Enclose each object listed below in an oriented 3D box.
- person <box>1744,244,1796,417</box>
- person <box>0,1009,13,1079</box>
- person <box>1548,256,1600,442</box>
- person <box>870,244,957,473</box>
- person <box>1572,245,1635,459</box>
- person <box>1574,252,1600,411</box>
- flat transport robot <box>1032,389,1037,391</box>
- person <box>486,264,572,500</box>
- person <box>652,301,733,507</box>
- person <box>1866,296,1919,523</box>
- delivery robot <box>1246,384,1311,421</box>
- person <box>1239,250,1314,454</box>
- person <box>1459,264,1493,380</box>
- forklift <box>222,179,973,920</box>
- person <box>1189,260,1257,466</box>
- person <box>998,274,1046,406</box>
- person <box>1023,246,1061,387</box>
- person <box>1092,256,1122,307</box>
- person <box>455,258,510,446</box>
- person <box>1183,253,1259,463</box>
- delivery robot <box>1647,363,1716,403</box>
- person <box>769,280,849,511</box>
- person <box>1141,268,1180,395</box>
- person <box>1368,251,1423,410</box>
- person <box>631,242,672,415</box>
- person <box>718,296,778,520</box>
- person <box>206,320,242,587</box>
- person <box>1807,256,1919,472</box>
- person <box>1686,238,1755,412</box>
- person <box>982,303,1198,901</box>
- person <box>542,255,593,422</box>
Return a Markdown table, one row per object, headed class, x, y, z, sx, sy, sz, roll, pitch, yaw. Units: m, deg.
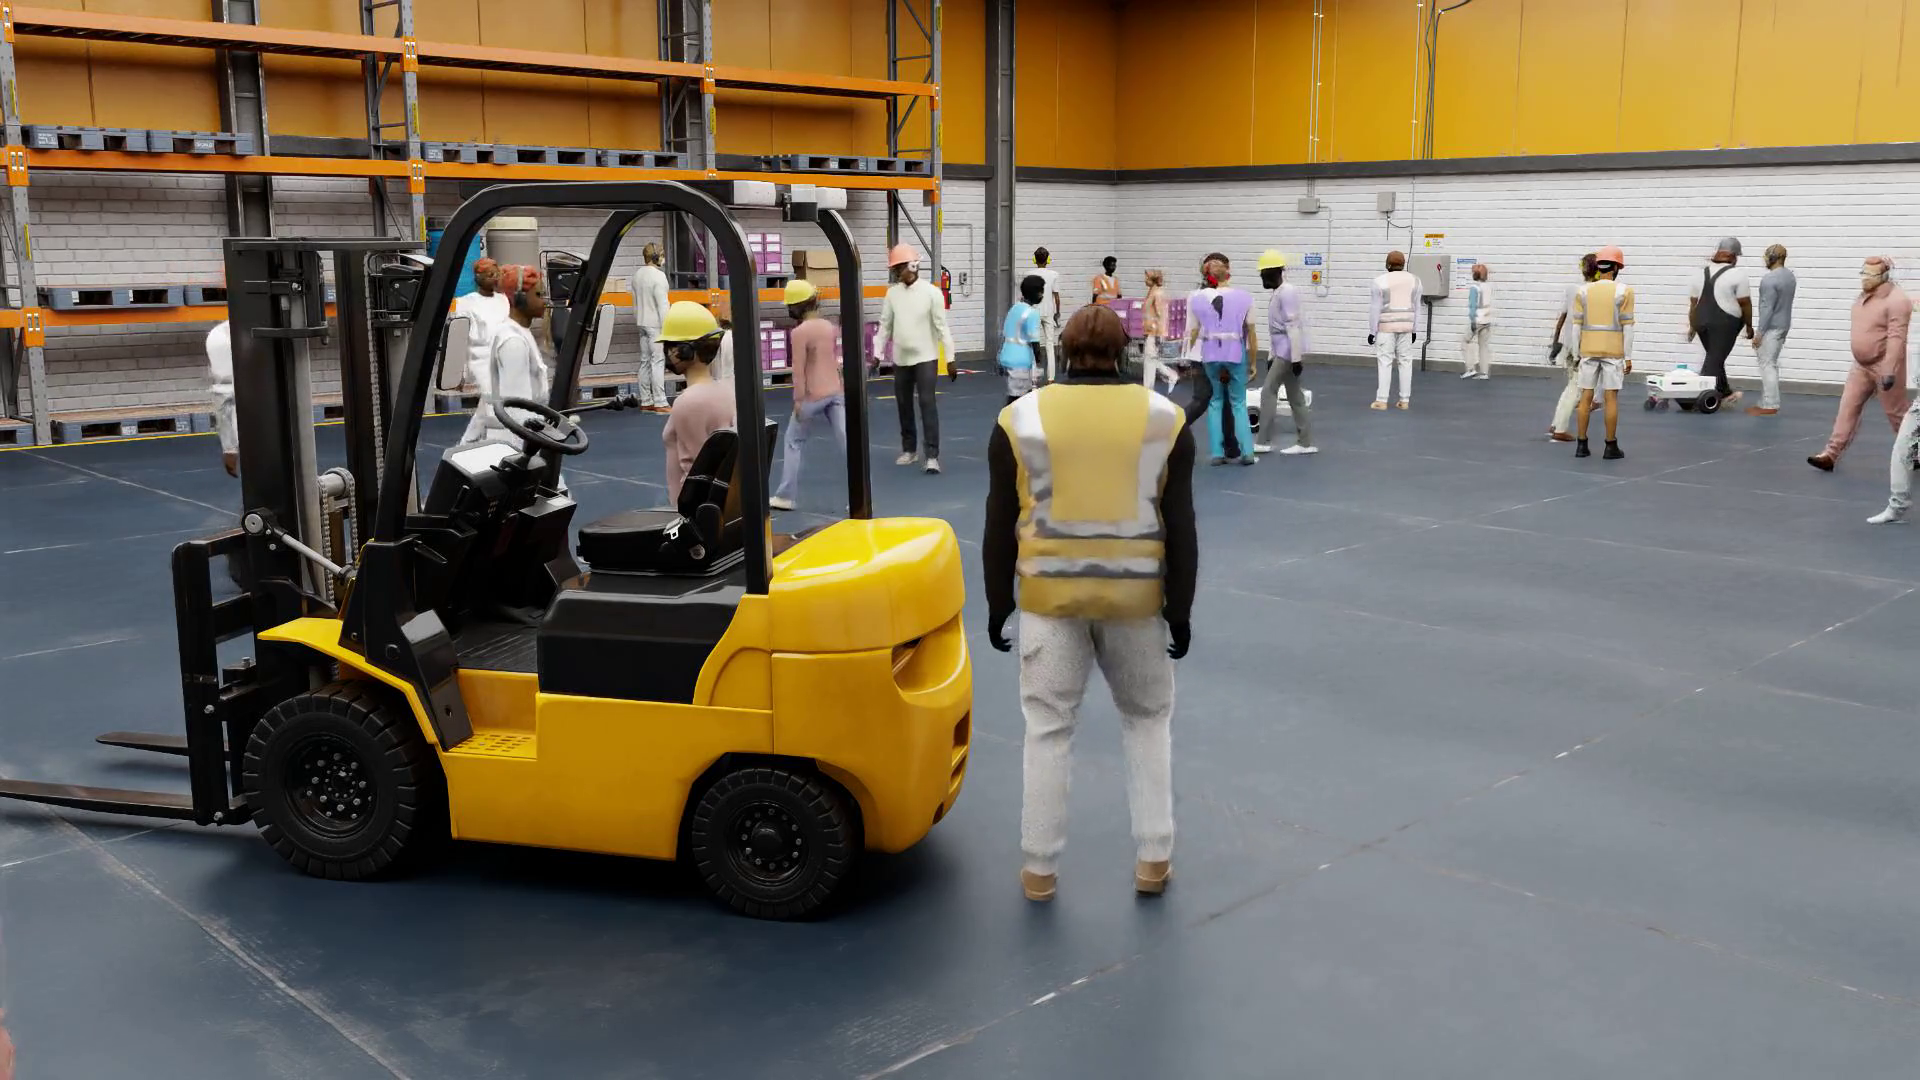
| class | x | y | z | sx | sy | sz | roll | pitch | yaw |
| --- | --- | --- | --- | --- | --- | --- | --- | --- | --- |
| person | 9.077 | -2.332 | 18.647 | 0.666 | 1.930 | 0.559 | -9 | 14 | -42 |
| person | -1.060 | 0.816 | 1.468 | 0.644 | 1.904 | 0.399 | 1 | 10 | 6 |
| person | 6.051 | -1.855 | 16.244 | 0.518 | 1.822 | 0.557 | -6 | 12 | -29 |
| person | -0.391 | -1.570 | 14.377 | 0.753 | 1.941 | 0.854 | 5 | 12 | 25 |
| person | 5.839 | -1.697 | 15.106 | 0.543 | 1.928 | 0.374 | 8 | 13 | 37 |
| person | 7.217 | -2.367 | 19.030 | 0.553 | 1.824 | 0.540 | -6 | 12 | -29 |
| flat transport robot | 1.406 | -1.650 | 19.371 | 1.431 | 0.197 | 0.652 | -3 | 11 | -15 |
| person | -2.258 | -0.504 | 8.757 | 0.470 | 1.866 | 0.616 | -2 | 11 | -11 |
| person | -1.041 | -0.056 | 6.603 | 0.325 | 1.767 | 0.533 | 1 | 10 | 7 |
| person | 6.773 | -0.939 | 11.625 | 0.668 | 1.695 | 0.525 | 1 | 10 | 5 |
| delivery robot | 3.272 | -1.438 | 17.185 | 0.707 | 0.478 | 0.477 | 2 | 11 | 11 |
| person | 2.923 | -1.719 | 15.353 | 0.798 | 1.881 | 0.602 | 2 | 11 | 13 |
| person | 7.247 | -3.045 | 23.309 | 0.523 | 1.623 | 0.483 | -9 | 14 | -40 |
| forklift | -1.114 | -0.058 | 5.440 | 2.313 | 2.155 | 1.214 | 2 | 11 | 13 |
| person | 2.315 | -1.530 | 14.552 | 0.639 | 1.809 | 0.471 | 2 | 11 | 9 |
| person | 0.544 | -1.599 | 15.264 | 0.563 | 1.657 | 0.547 | -3 | 11 | -16 |
| person | 1.096 | -2.978 | 22.244 | 0.512 | 1.874 | 0.328 | 1 | 10 | 4 |
| person | 2.392 | -3.695 | 26.651 | 0.563 | 1.671 | 0.723 | -8 | 13 | -36 |
| person | -4.023 | -1.469 | 14.116 | 0.990 | 1.842 | 0.583 | 6 | 12 | 30 |
| person | 2.159 | -1.575 | 14.654 | 0.968 | 1.857 | 0.606 | -1 | 10 | -6 |
| delivery robot | 8.251 | -1.777 | 19.032 | 0.707 | 0.478 | 0.477 | -1 | 10 | -6 |
| person | -1.055 | -1.034 | 12.131 | 0.798 | 1.696 | 0.549 | 7 | 12 | 33 |
| person | 2.413 | -2.523 | 20.419 | 0.531 | 1.624 | 0.525 | -1 | 10 | -4 |
| person | 5.039 | -2.433 | 19.356 | 0.619 | 1.845 | 0.430 | -2 | 11 | -9 |
| person | -3.467 | -2.388 | 18.842 | 0.371 | 1.941 | 0.627 | -9 | 14 | -41 |
| person | -1.581 | -0.934 | 11.782 | 0.501 | 1.623 | 0.522 | -2 | 11 | -10 |
| person | -3.829 | -0.584 | 9.066 | 0.797 | 1.916 | 0.558 | 6 | 12 | 28 |
| person | 7.788 | -1.474 | 14.133 | 1.023 | 1.855 | 0.683 | -2 | 11 | -11 |
| person | 8.835 | -2.499 | 19.171 | 0.990 | 2.000 | 0.686 | -4 | 11 | -20 |
| person | 0.390 | 0.194 | 5.110 | 0.654 | 1.819 | 0.435 | 0 | 10 | 2 |
| person | -4.218 | -2.173 | 18.008 | 0.552 | 1.815 | 0.492 | 3 | 11 | 15 |
